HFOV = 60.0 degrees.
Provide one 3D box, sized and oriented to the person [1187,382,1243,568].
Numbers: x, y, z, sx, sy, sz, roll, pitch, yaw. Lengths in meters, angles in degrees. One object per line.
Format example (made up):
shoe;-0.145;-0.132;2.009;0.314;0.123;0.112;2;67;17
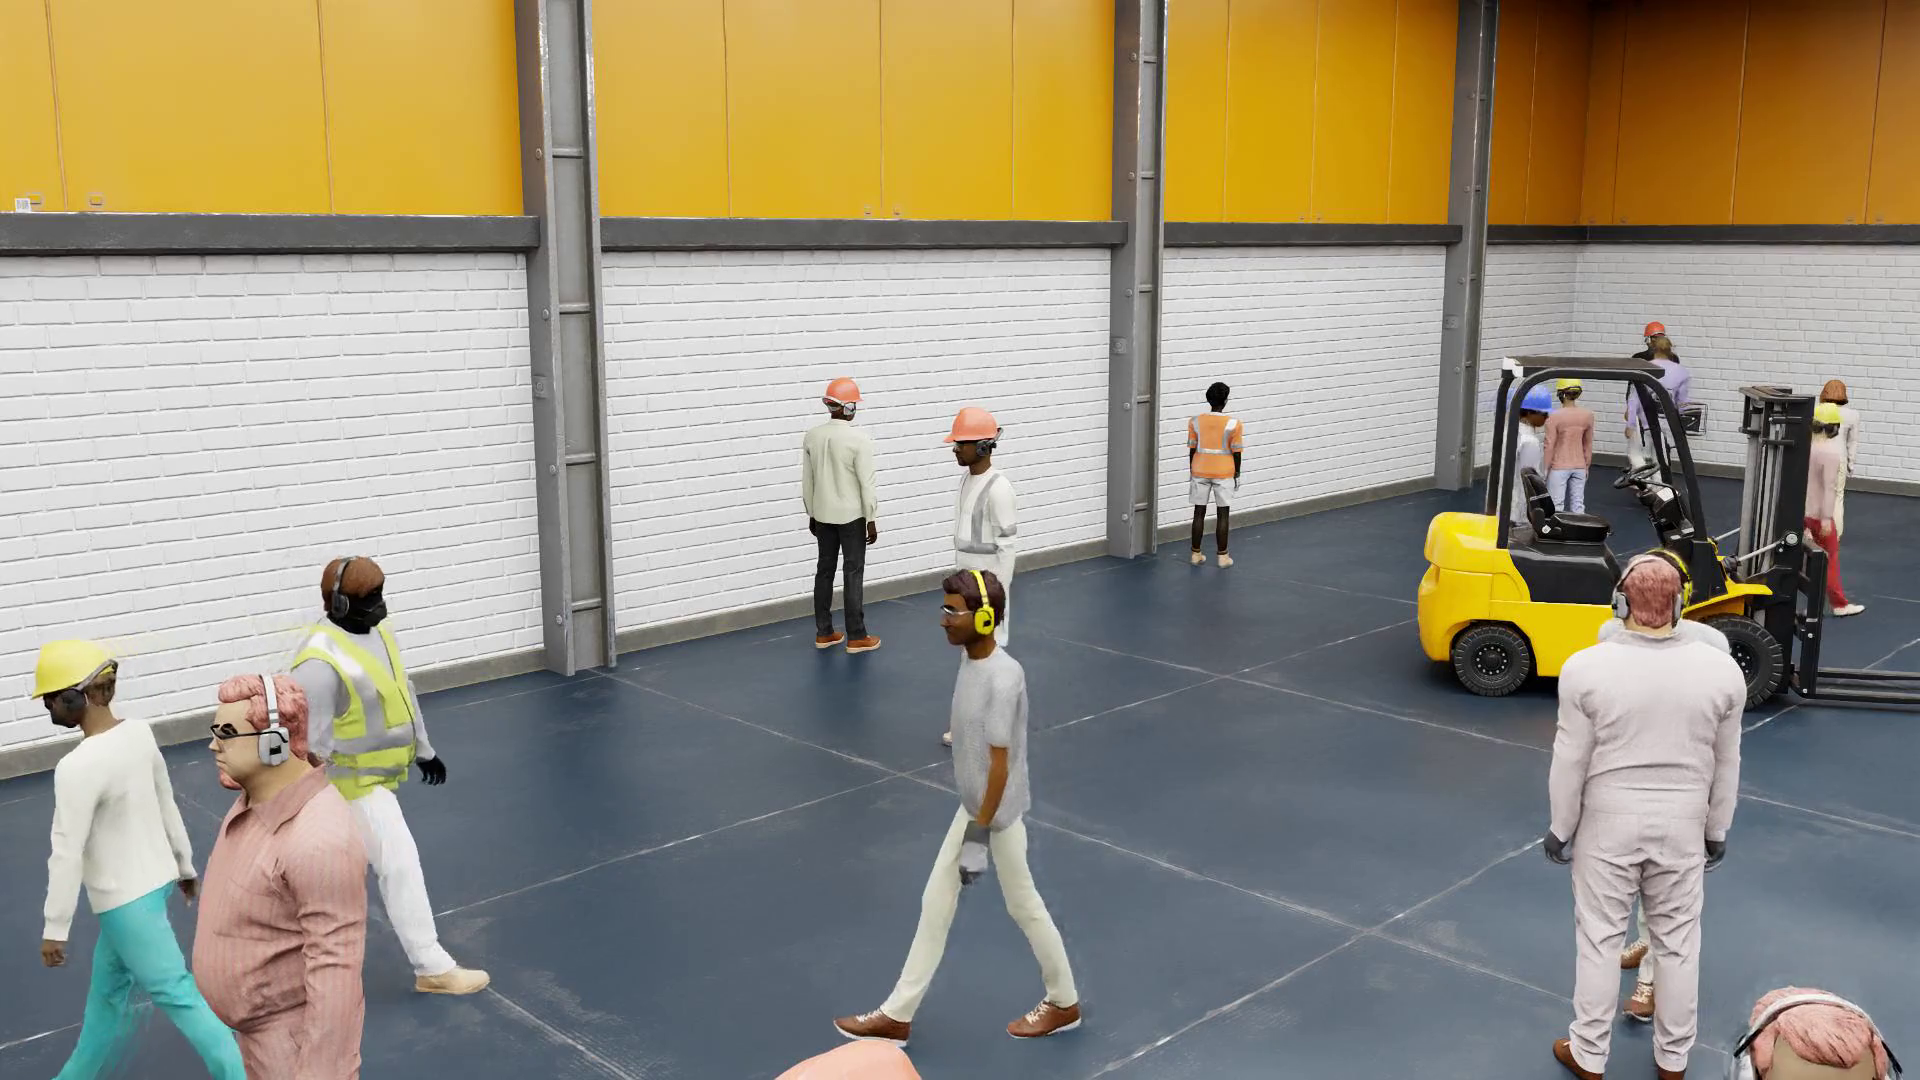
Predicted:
person;2.314;-0.592;15.132;0.530;1.689;0.321;5;11;25

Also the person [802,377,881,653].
person;-0.853;-0.180;12.052;0.623;1.991;0.382;7;12;32

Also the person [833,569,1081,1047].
person;0.043;1.002;6.086;0.965;1.815;0.548;-4;11;-19

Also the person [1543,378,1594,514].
person;5.521;-0.644;15.204;0.532;1.767;0.328;-3;11;-17

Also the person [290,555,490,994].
person;-2.424;0.930;6.574;0.970;1.801;0.628;0;10;-1

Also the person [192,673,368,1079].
person;-1.768;1.275;4.351;0.406;1.911;0.639;-8;13;-36

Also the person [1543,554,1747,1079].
person;2.392;0.995;5.881;0.636;1.910;0.405;1;10;6

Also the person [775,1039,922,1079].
person;-0.152;1.613;2.145;0.615;2.041;0.392;8;13;38

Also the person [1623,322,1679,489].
person;8.229;-1.600;19.823;0.617;1.990;0.402;-1;10;-6

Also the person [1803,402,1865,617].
person;6.701;-0.223;13.033;0.899;1.712;0.538;-2;11;-13

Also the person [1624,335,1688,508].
person;7.616;-1.282;18.258;0.654;1.922;0.441;0;10;-1

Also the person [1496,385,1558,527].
person;4.086;-0.206;12.420;0.703;1.922;0.627;0;10;0

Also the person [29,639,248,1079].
person;-2.768;1.166;5.508;0.942;1.700;0.581;0;10;-3

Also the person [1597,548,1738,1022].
person;2.704;0.928;6.517;0.568;1.818;0.782;10;14;44

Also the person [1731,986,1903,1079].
person;1.282;1.614;2.638;0.677;1.850;0.998;3;11;15

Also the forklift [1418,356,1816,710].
forklift;4.276;-0.101;11.076;2.313;2.155;1.214;2;11;13

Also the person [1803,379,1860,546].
person;8.413;-0.740;16.117;0.494;1.624;0.283;2;11;13

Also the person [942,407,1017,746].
person;0.097;0.254;9.554;0.393;2.041;0.614;-4;11;-21
